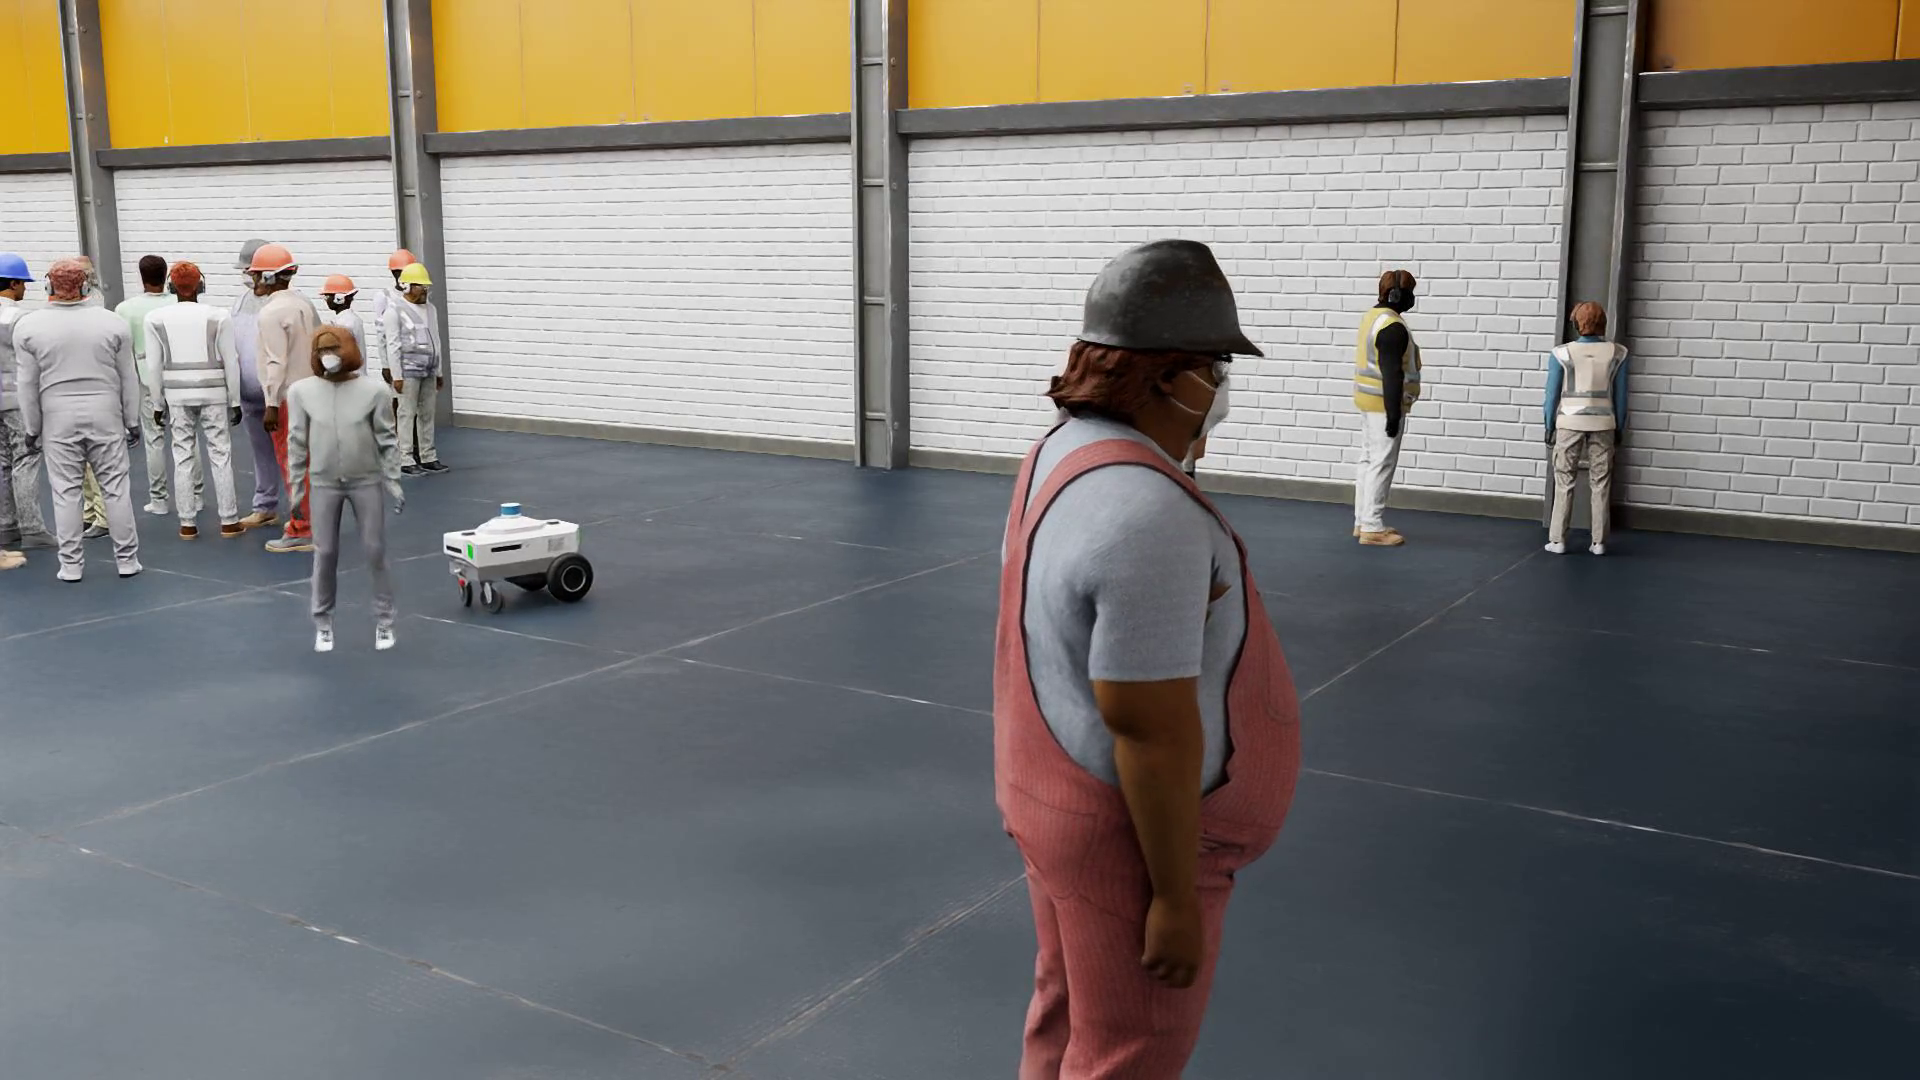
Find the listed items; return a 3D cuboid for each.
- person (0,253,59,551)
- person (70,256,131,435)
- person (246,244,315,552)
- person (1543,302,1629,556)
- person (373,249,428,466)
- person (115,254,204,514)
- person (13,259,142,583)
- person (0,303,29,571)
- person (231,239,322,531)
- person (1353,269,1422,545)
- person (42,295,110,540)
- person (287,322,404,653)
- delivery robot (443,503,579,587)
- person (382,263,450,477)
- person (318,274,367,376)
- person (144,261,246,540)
[{"bbox_3d":[-6.188,-0.898,10.901,0.604,1.939,0.415,6,12,29],"label":"person"},{"bbox_3d":[-9.121,-2.022,17.319,0.944,1.868,0.650,0,10,3],"label":"person"},{"bbox_3d":[-4.401,-0.920,10.854,0.396,1.992,0.623,0,10,0],"label":"person"},{"bbox_3d":[4.000,-0.703,10.662,0.515,1.634,0.314,1,10,8],"label":"person"},{"bbox_3d":[-4.898,-1.594,14.749,0.359,1.939,0.543,7,12,34],"label":"person"},{"bbox_3d":[-5.897,-1.148,12.334,0.595,1.916,0.379,-8,13,-39],"label":"person"},{"bbox_3d":[-5.216,-0.701,9.881,0.638,1.911,0.406,-6,12,-29],"label":"person"},{"bbox_3d":[-5.984,-0.714,10.177,0.346,1.834,0.518,-7,12,-33],"label":"person"},{"bbox_3d":[-4.803,-1.070,11.562,0.684,2.000,0.535,4,11,20],"label":"person"},{"bbox_3d":[2.853,-0.881,11.110,0.430,1.834,0.629,0,10,1],"label":"person"},{"bbox_3d":[-5.991,-0.882,11.320,0.326,1.749,0.566,-9,13,-40],"label":"person"},{"bbox_3d":[-3.024,-0.259,8.204,0.513,1.631,0.283,-2,11,-14],"label":"person"},{"bbox_3d":[-2.498,0.038,9.281,0.707,0.478,0.477,-9,14,-42],"label":"delivery robot"},{"bbox_3d":[-4.671,-1.458,14.320,0.403,1.824,0.595,5,11,24],"label":"person"},{"bbox_3d":[-4.952,-1.261,13.412,0.327,1.752,0.561,-2,10,-13],"label":"person"},{"bbox_3d":[-5.161,-0.936,11.252,0.573,1.884,0.355,-3,11,-15],"label":"person"}]
